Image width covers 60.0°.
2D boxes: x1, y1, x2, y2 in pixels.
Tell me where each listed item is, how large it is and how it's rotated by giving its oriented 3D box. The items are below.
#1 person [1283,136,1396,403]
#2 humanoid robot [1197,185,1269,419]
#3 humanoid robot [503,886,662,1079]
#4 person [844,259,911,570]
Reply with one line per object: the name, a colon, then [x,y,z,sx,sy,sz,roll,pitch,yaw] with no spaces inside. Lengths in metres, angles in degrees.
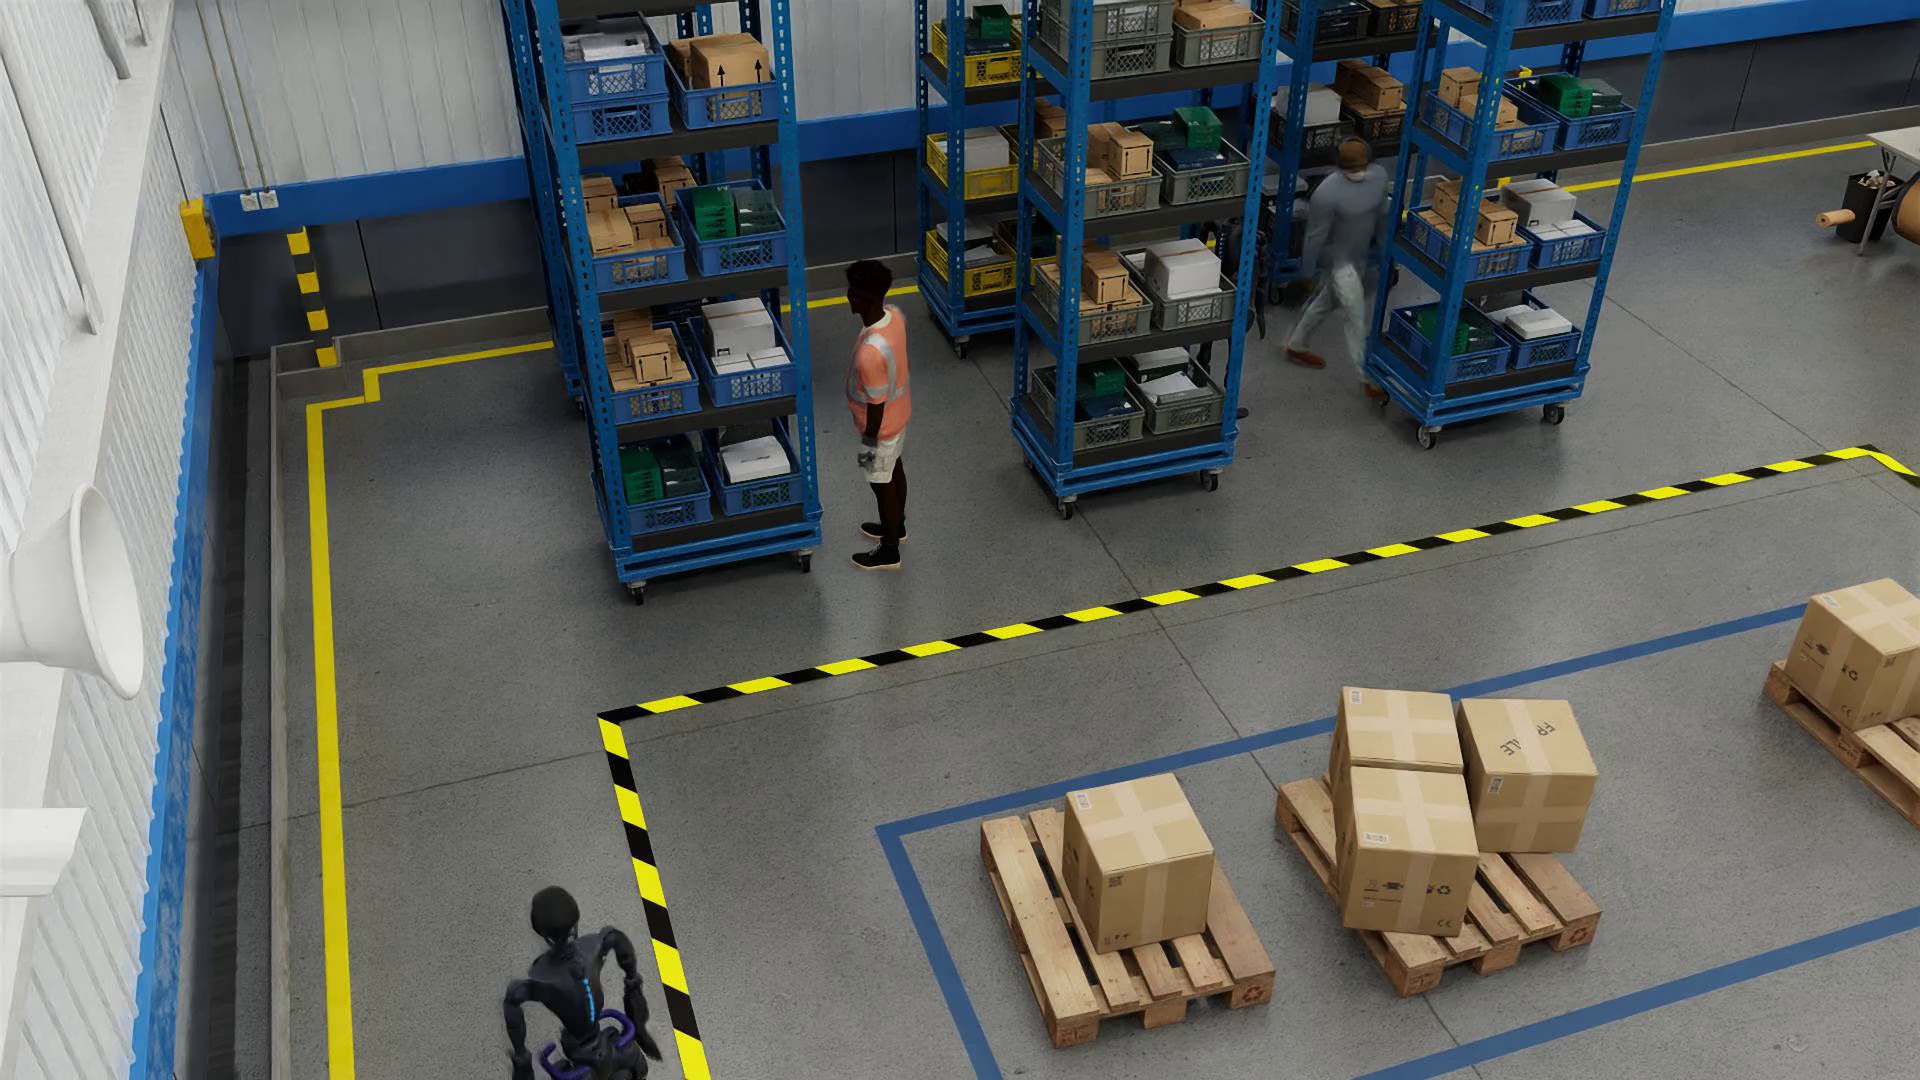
person: [2.639,-1.874,11.327,0.936,1.868,0.616,29,45,35]
humanoid robot: [1.767,-1.587,11.071,0.599,1.657,0.315,26,43,32]
humanoid robot: [-1.340,1.959,6.058,0.481,1.636,0.610,28,44,34]
person: [-0.473,-0.710,9.590,0.371,1.966,0.601,6,36,9]
